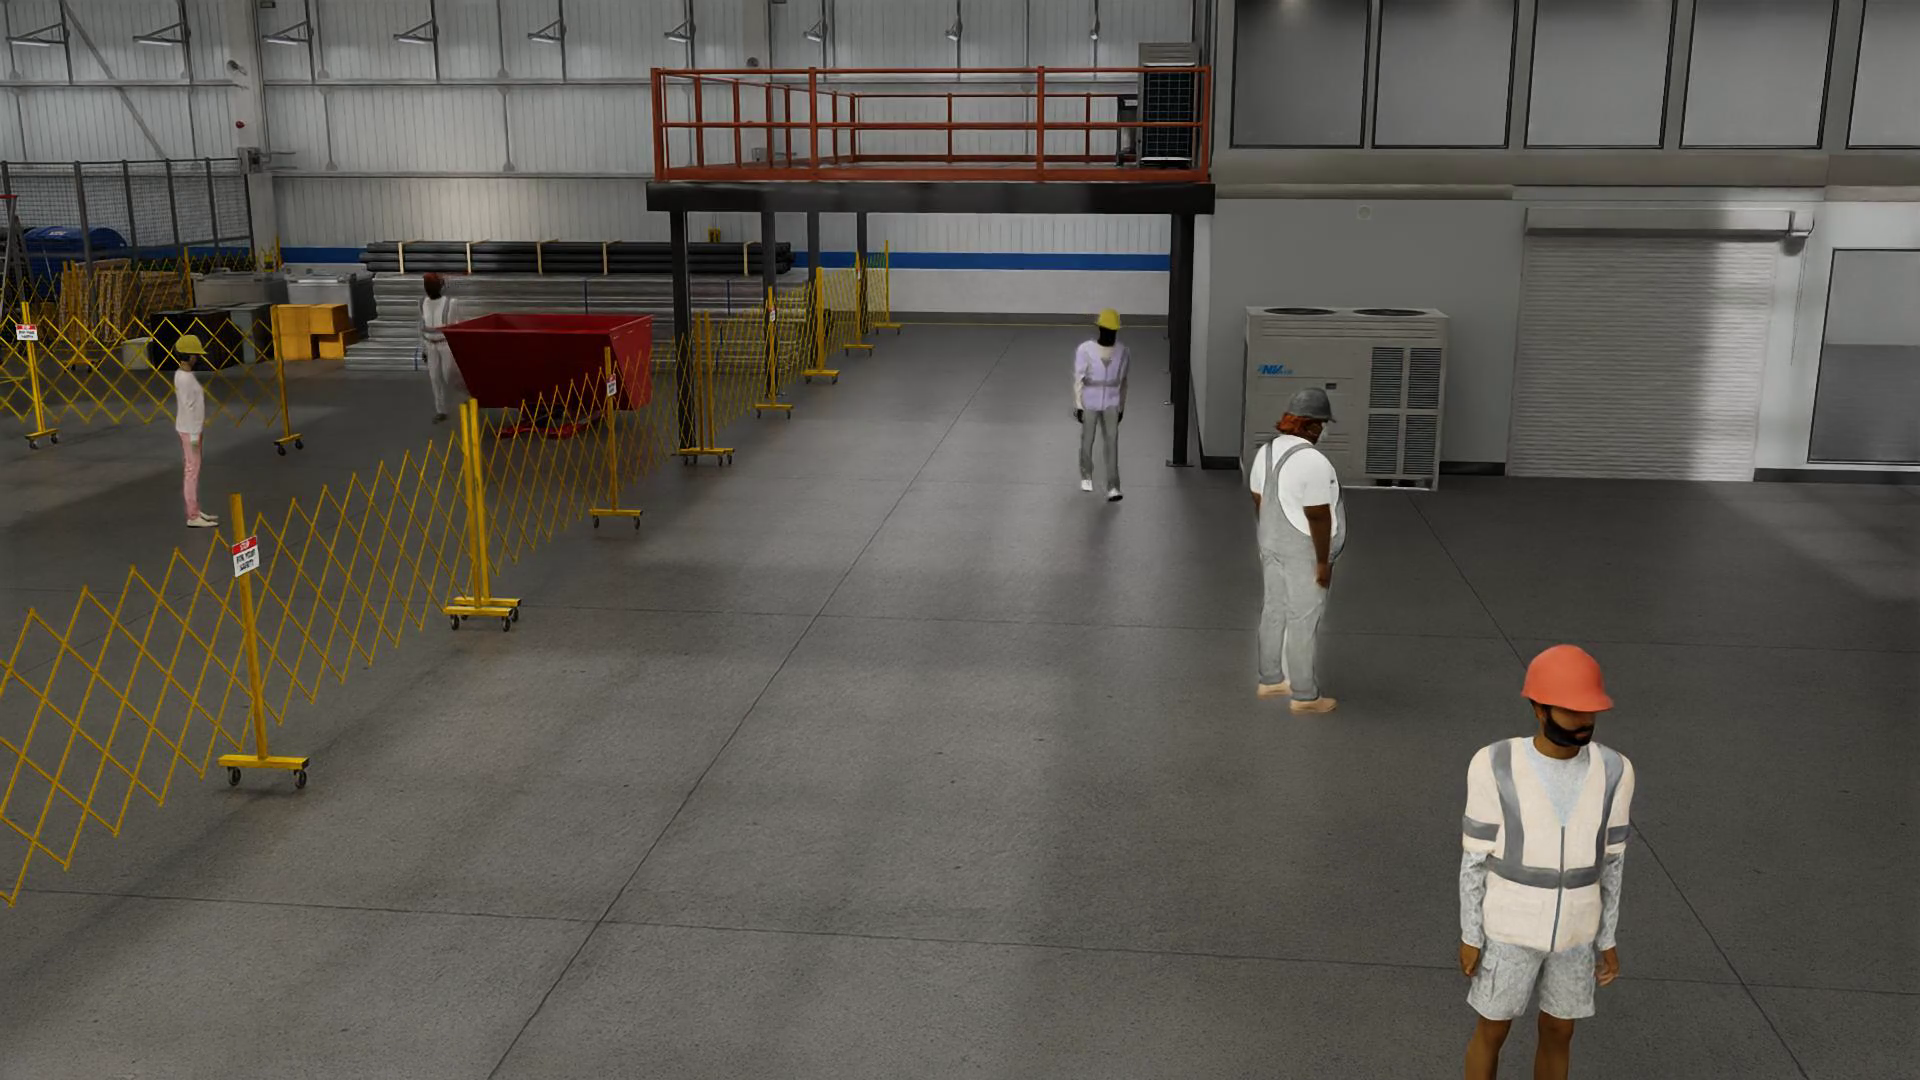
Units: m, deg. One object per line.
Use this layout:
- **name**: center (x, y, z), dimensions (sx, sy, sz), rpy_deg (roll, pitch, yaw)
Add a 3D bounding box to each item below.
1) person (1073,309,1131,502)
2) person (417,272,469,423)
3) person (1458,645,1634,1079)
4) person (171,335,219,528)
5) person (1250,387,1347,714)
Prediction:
- **person**: center (1.395, -1.336, 16.373), dimensions (0.599, 1.865, 1.028), rpy_deg (-2, 14, -9)
- **person**: center (-6.436, -2.398, 20.700), dimensions (0.596, 1.869, 0.497), rpy_deg (4, 14, 15)
- **person**: center (1.929, 1.278, 5.523), dimensions (0.547, 1.942, 0.344), rpy_deg (0, 14, 0)
- **person**: center (-6.987, -0.993, 15.191), dimensions (0.333, 1.761, 0.526), rpy_deg (-7, 15, -25)
- **person**: center (2.135, 0.048, 10.344), dimensions (0.536, 2.000, 0.672), rpy_deg (-6, 15, -23)
